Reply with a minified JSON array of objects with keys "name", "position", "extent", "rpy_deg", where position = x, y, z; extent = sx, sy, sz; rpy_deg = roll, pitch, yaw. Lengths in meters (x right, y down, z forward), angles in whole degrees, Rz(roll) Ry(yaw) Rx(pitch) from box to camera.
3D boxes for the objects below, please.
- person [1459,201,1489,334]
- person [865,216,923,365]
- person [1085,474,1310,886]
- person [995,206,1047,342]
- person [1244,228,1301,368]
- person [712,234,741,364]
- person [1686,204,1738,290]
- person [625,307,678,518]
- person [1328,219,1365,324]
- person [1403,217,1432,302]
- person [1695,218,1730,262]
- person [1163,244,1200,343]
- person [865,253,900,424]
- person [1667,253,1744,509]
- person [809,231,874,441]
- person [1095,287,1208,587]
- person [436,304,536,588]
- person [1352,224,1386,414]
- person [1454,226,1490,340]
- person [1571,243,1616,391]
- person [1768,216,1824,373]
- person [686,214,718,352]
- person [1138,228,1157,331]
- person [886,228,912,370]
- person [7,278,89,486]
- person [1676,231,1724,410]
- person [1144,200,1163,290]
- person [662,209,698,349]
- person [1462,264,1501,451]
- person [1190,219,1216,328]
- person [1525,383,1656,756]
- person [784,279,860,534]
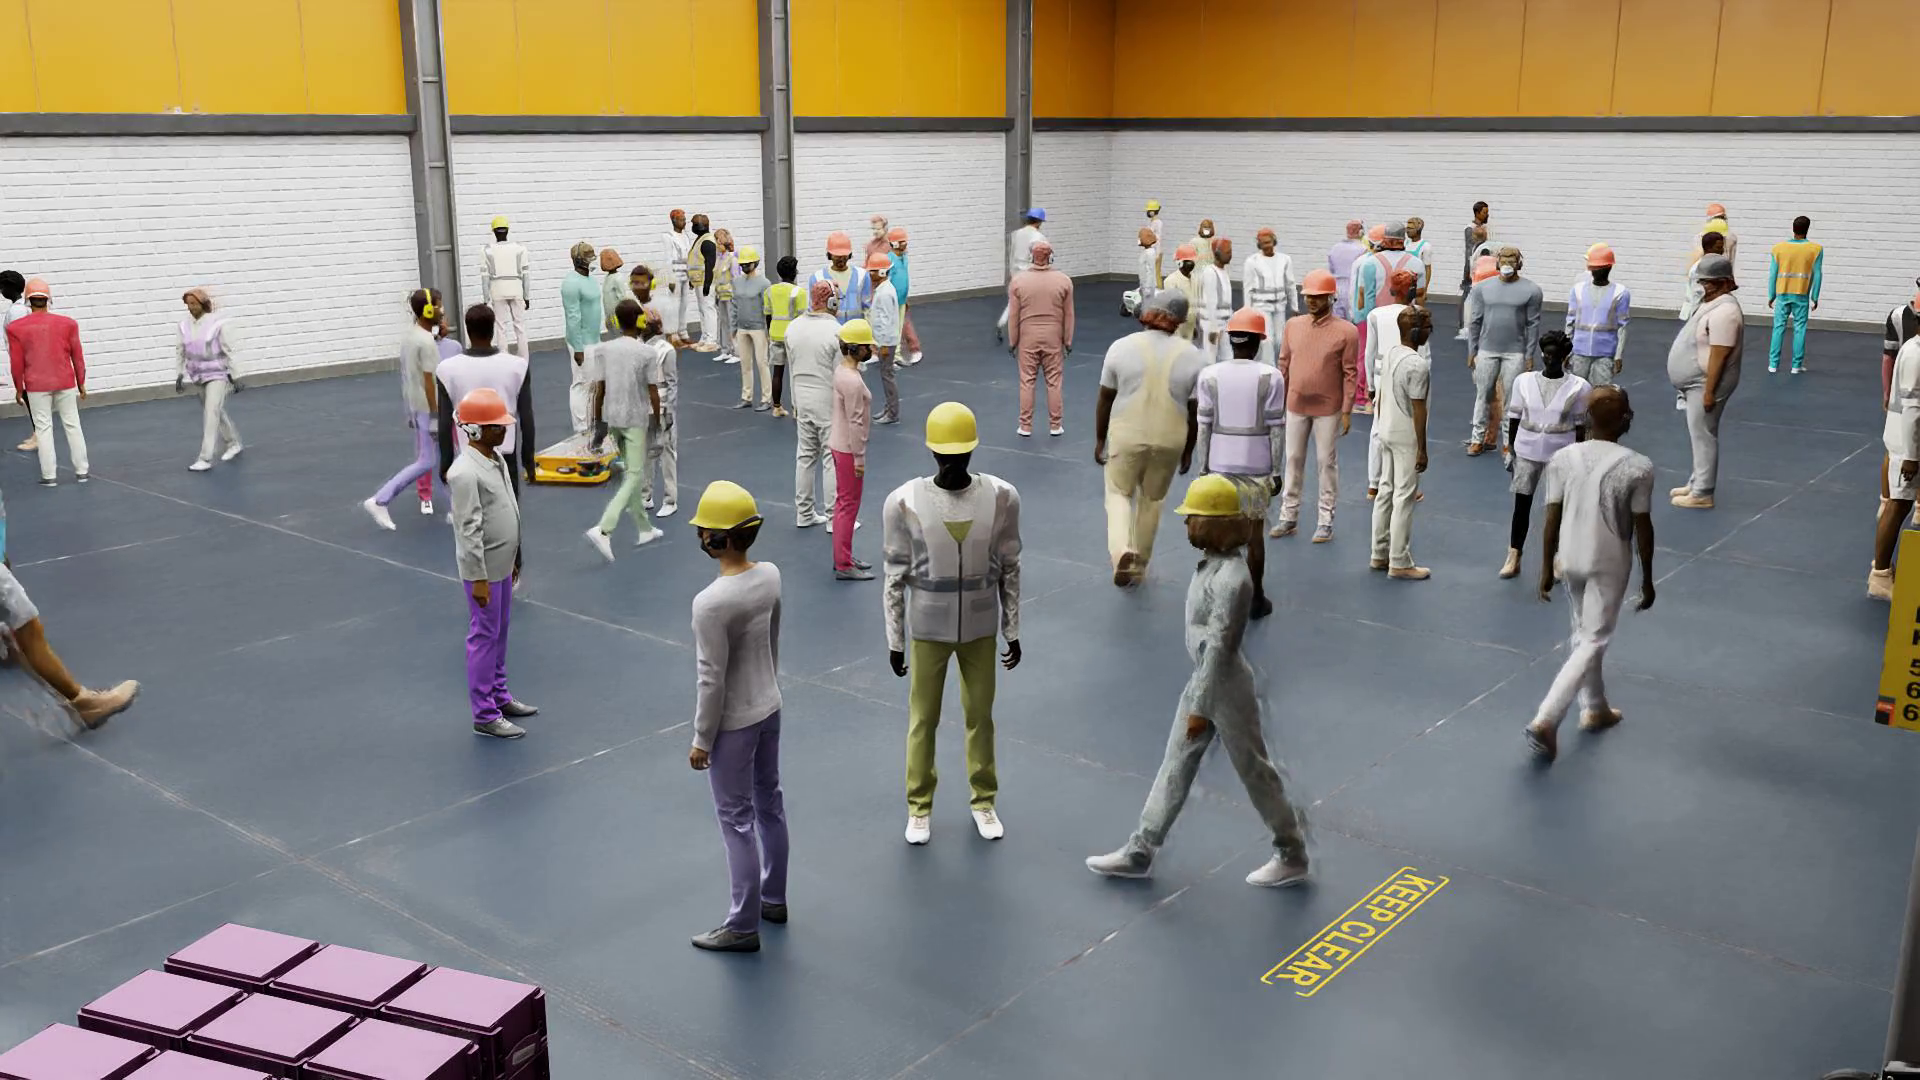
[{"name":"person","position":[7.504,-3.968,24.277],"extent":[0.392,1.920,0.588],"rpy_deg":[10,17,34]},{"name":"person","position":[-0.869,-3.174,21.194],"extent":[0.842,1.884,0.541],"rpy_deg":[11,17,36]},{"name":"person","position":[0.999,0.577,6.562],"extent":[0.920,1.691,0.501],"rpy_deg":[-1,14,-3]},{"name":"person","position":[0.862,-3.635,22.979],"extent":[0.659,1.908,0.750],"rpy_deg":[12,18,40]},{"name":"person","position":[3.582,-2.659,19.164],"extent":[0.644,1.857,0.522],"rpy_deg":[-4,15,-17]},{"name":"person","position":[-2.985,-3.091,21.334],"extent":[0.311,1.642,0.512],"rpy_deg":[-10,17,-34]},{"name":"person","position":[10.006,-3.475,22.181],"extent":[0.616,1.986,0.415],"rpy_deg":[-2,14,-7]},{"name":"person","position":[-2.410,-1.001,12.987],"extent":[0.512,1.640,0.307],"rpy_deg":[8,16,30]},{"name":"person","position":[4.744,-2.917,20.129],"extent":[0.396,1.901,0.644],"rpy_deg":[-10,17,-36]},{"name":"person","position":[5.891,-3.268,21.628],"extent":[0.328,1.844,0.513],"rpy_deg":[-7,16,-26]},{"name":"person","position":[9.168,-2.982,20.362],"extent":[0.625,1.902,0.499],"rpy_deg":[-10,17,-33]},{"name":"person","position":[2.426,-2.331,18.067],"extent":[0.335,1.753,0.563],"rpy_deg":[12,18,39]},{"name":"person","position":[-0.800,-2.060,17.014],"extent":[0.353,1.742,0.568],"rpy_deg":[-1,14,-5]},{"name":"person","position":[5.934,-1.282,13.298],"extent":[0.537,2.000,0.685],"rpy_deg":[5,15,19]},{"name":"person","position":[-1.130,-1.933,15.938],"extent":[0.615,2.028,0.409],"rpy_deg":[-5,15,-18]},{"name":"person","position":[1.246,-0.663,10.822],"extent":[0.732,2.000,0.753],"rpy_deg":[0,14,1]},{"name":"person","position":[-3.044,-0.546,10.717],"extent":[0.600,1.909,0.763],"rpy_deg":[-6,15,-22]},{"name":"person","position":[4.368,-2.333,17.607],"extent":[0.406,1.987,0.614],"rpy_deg":[4,15,16]},{"name":"person","position":[7.254,-3.617,23.493],"extent":[0.667,1.615,0.512],"rpy_deg":[2,14,9]},{"name":"person","position":[6.497,-2.131,17.109],"extent":[0.404,1.831,0.600],"rpy_deg":[-2,14,-9]},{"name":"person","position":[10.251,-3.013,20.461],"extent":[0.593,1.920,0.391],"rpy_deg":[9,17,32]},{"name":"person","position":[-3.465,-3.464,22.426],"extent":[0.429,1.842,0.626],"rpy_deg":[-5,15,-19]},{"name":"person","position":[2.565,-3.469,22.883],"extent":[0.280,1.625,0.493],"rpy_deg":[-1,14,-3]},{"name":"person","position":[-0.788,-3.020,20.817],"extent":[0.328,1.755,0.564],"rpy_deg":[7,16,25]},{"name":"person","position":[-7.728,-1.339,14.108],"extent":[0.573,1.749,0.342],"rpy_deg":[-12,18,-39]},{"name":"person","position":[7.901,-2.333,17.772],"extent":[0.387,1.912,0.592],"rpy_deg":[11,18,37]},{"name":"person","position":[3.249,-4.831,28.051],"extent":[0.335,1.762,0.529],"rpy_deg":[-4,15,-15]},{"name":"person","position":[-3.837,-3.576,22.787],"extent":[0.355,1.882,0.576],"rpy_deg":[5,15,19]},{"name":"person","position":[4.914,-1.703,15.581],"extent":[0.348,1.740,0.573],"rpy_deg":[2,14,9]},{"name":"person","position":[3.668,-3.983,24.915],"extent":[0.504,1.631,0.279],"rpy_deg":[-2,14,-9]},{"name":"person","position":[3.061,0.144,8.084],"extent":[0.918,1.819,0.522],"rpy_deg":[-11,18,-38]},{"name":"person","position":[-1.008,-0.996,12.453],"extent":[0.640,1.900,0.404],"rpy_deg":[11,18,38]}]
